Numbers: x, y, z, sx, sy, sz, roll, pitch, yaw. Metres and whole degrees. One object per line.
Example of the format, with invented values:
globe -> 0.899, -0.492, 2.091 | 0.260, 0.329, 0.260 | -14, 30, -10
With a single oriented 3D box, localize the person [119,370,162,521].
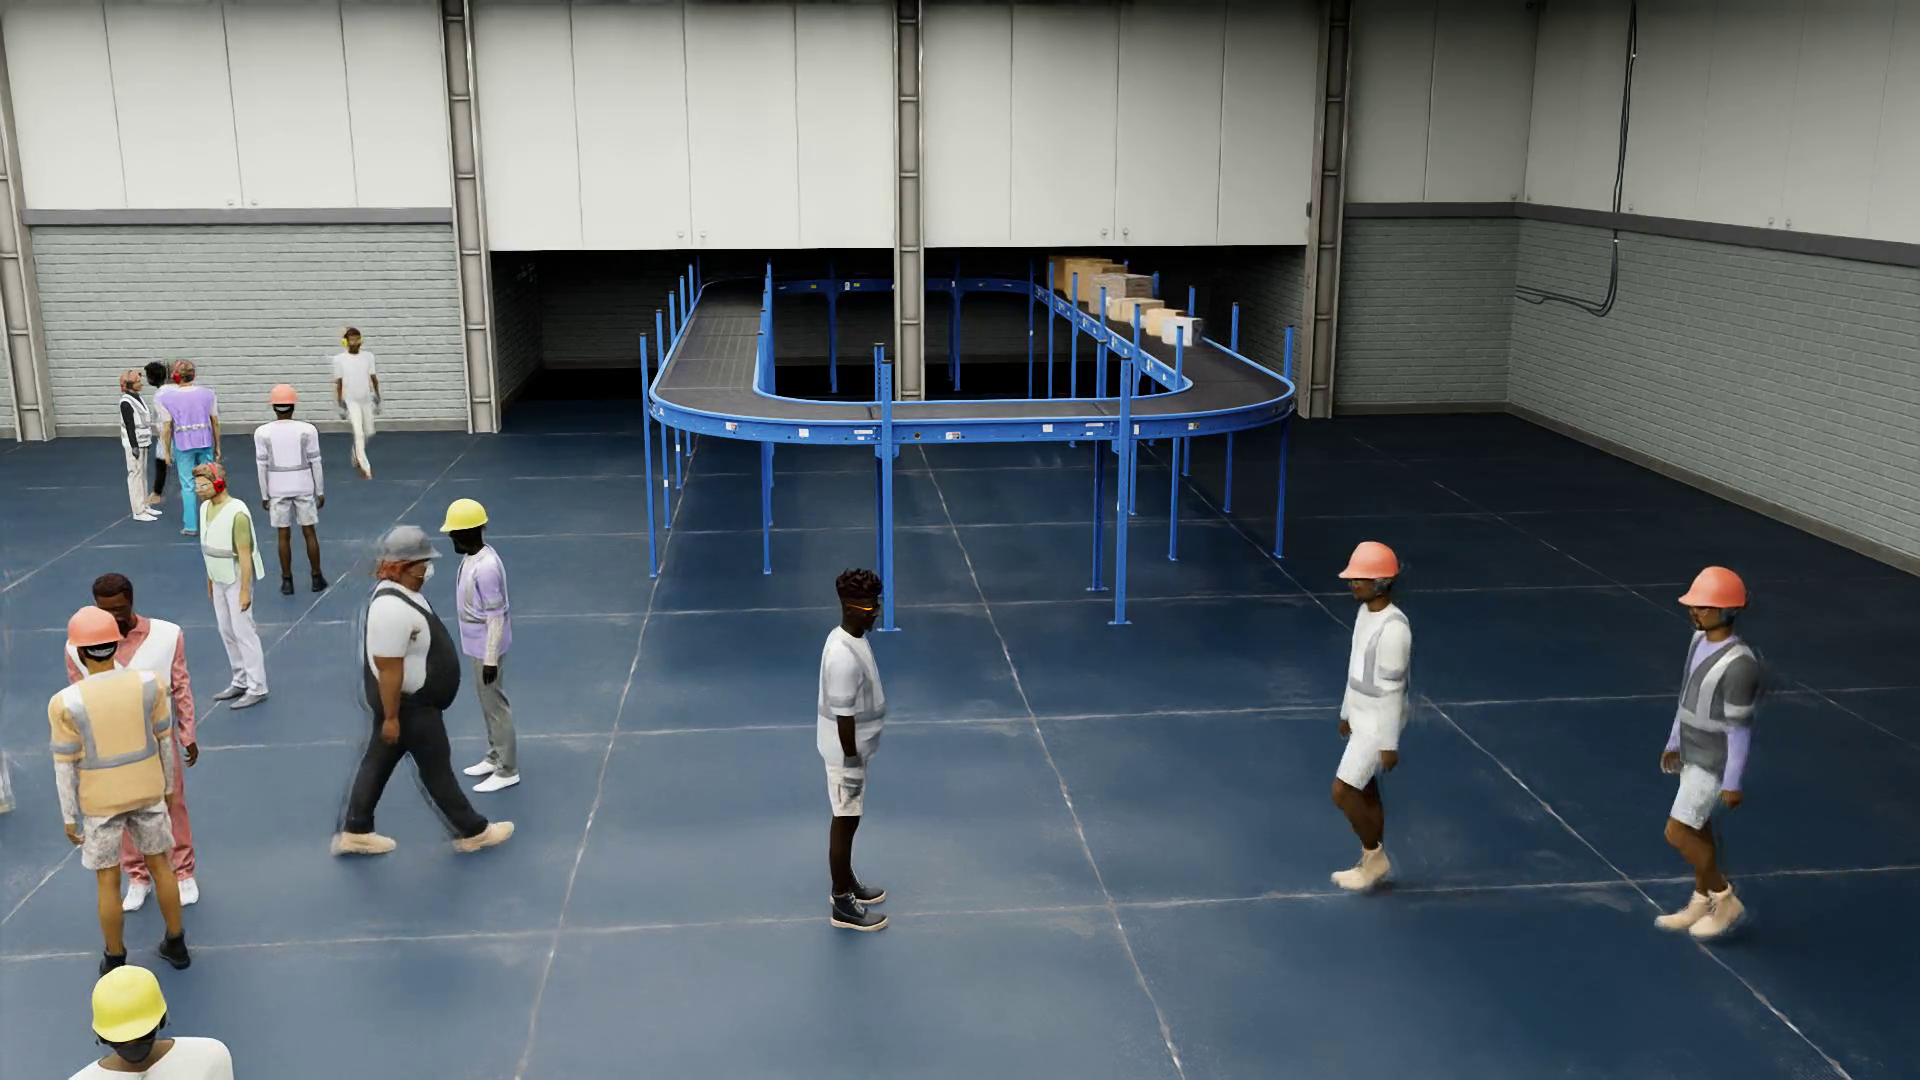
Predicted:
person -> -8.941, -1.029, 18.084 | 0.310, 1.642, 0.514 | -3, 14, -14

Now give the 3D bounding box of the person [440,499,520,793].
person -> -3.086, 0.672, 10.701 | 0.385, 1.922, 0.594 | -6, 15, -24

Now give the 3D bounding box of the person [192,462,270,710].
person -> -5.382, 0.318, 12.309 | 0.576, 1.831, 0.395 | 11, 18, 38

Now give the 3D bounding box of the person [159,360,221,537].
person -> -7.996, -0.947, 17.343 | 0.566, 1.842, 0.387 | -12, 18, -39

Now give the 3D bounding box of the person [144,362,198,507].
person -> -8.872, -1.212, 18.813 | 0.839, 1.648, 0.573 | -3, 14, -10

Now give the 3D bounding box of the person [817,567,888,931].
person -> -0.576, 1.100, 8.912 | 0.374, 1.962, 0.608 | 0, 14, 0

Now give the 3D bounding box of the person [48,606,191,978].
person -> -4.210, 1.270, 8.317 | 0.548, 1.928, 0.404 | -12, 19, -40

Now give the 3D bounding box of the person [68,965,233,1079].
person -> -2.499, 2.130, 5.213 | 0.527, 1.761, 0.328 | -9, 17, -32

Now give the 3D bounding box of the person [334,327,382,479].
person -> -7.379, -1.703, 20.370 | 0.521, 1.851, 0.720 | -11, 18, -37

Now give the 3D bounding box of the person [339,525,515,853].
person -> -3.214, 0.865, 9.692 | 1.005, 2.000, 0.693 | -5, 15, -19

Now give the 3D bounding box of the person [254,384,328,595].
person -> -6.118, -0.465, 15.230 | 0.551, 1.932, 0.378 | -5, 15, -19

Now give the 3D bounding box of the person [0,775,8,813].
person -> -6.215, 0.801, 10.076 | 0.649, 1.973, 0.666 | -12, 19, -40

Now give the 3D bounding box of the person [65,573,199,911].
person -> -4.501, 1.084, 9.095 | 0.604, 1.906, 0.405 | -5, 15, -20

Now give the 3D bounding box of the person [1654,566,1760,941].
person -> 3.878, 1.122, 8.671 | 0.428, 2.030, 0.607 | 2, 14, 7

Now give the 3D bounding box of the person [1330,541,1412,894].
person -> 2.236, 0.997, 9.197 | 0.463, 2.023, 0.631 | 0, 14, 0
